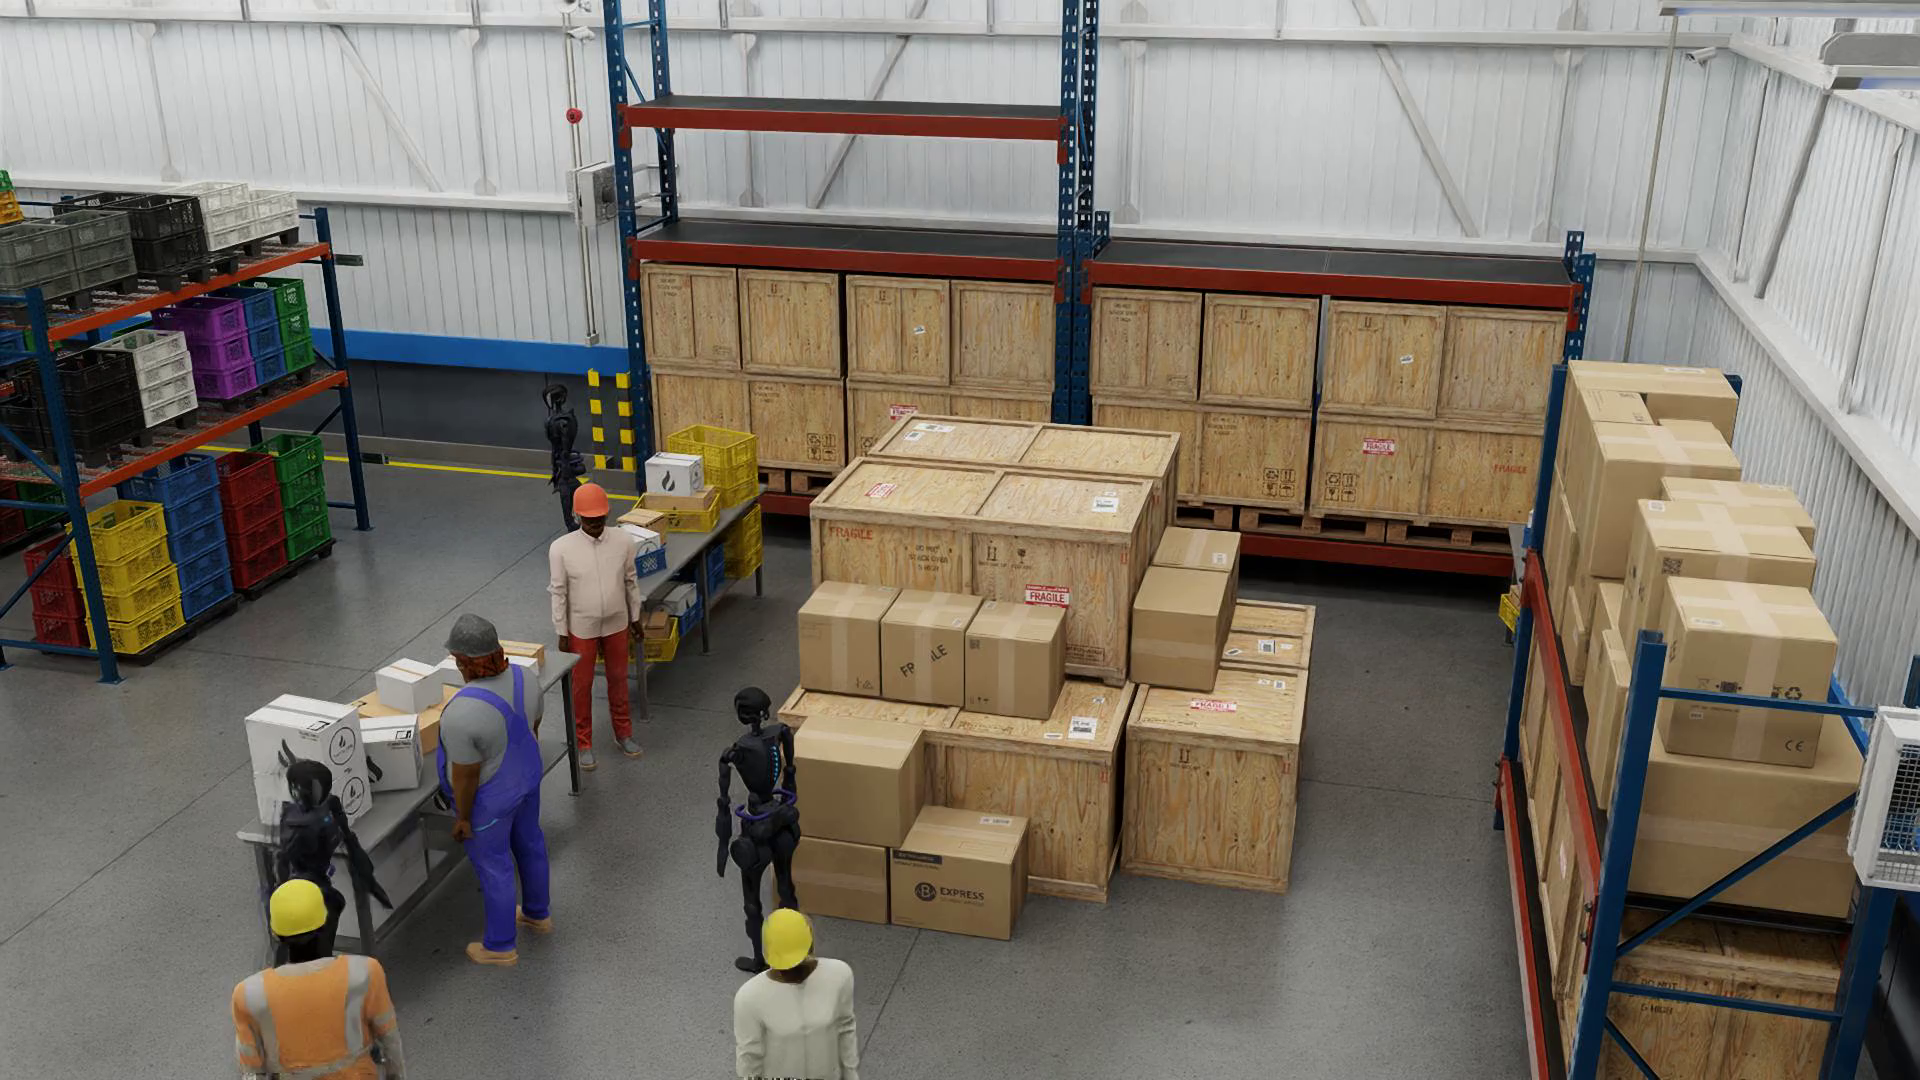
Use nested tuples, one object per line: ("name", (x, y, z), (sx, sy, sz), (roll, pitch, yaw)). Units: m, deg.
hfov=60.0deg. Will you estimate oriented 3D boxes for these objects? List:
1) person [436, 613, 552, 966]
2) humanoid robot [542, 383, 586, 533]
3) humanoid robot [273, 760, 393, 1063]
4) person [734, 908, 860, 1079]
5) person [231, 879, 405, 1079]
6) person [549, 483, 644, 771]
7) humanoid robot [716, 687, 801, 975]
("person", (-2.574, 1.341, 9.059), (0.537, 2.000, 0.674), (9, 23, 23))
("humanoid robot", (-3.455, -0.562, 14.545), (0.329, 1.648, 0.592), (-9, 23, -22))
("humanoid robot", (-3.147, 1.850, 8.263), (0.669, 1.634, 0.589), (2, 21, 4))
("person", (-0.665, 2.302, 6.957), (0.537, 1.761, 0.333), (-10, 23, -24))
("person", (-2.632, 2.240, 6.926), (0.606, 1.867, 1.013), (-6, 22, -16))
("person", (-2.419, 0.565, 11.151), (0.610, 1.995, 0.376), (-12, 24, -29))
("humanoid robot", (-1.068, 1.556, 8.996), (0.313, 1.651, 0.582), (17, 27, 37))
